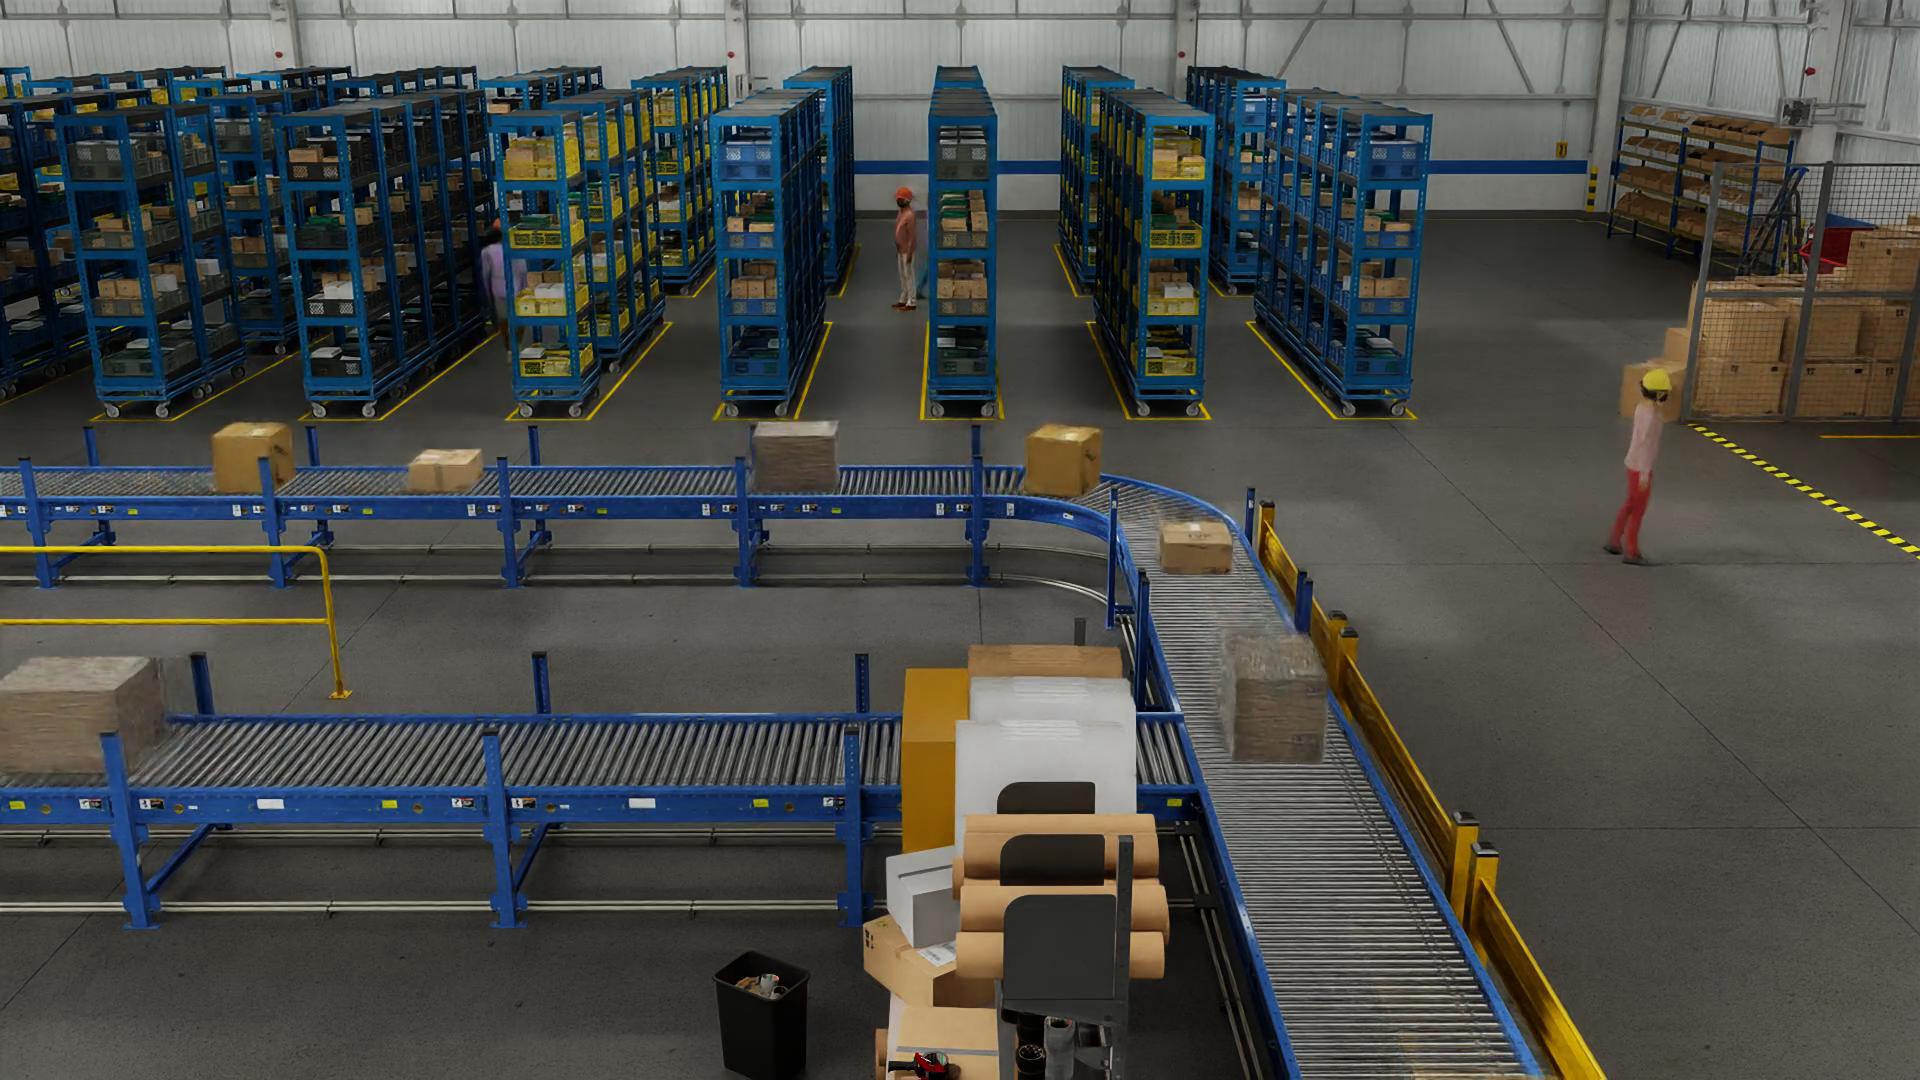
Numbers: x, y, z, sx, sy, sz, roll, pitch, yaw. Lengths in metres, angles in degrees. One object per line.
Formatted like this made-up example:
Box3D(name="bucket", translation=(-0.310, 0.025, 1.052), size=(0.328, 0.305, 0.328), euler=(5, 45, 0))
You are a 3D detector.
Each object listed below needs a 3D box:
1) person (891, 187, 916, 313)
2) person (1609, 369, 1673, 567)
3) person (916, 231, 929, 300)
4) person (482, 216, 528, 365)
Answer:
Box3D(name="person", translation=(-0.889, -4.687, 26.847), size=(0.375, 1.997, 0.612), euler=(-7, 19, -21))
Box3D(name="person", translation=(6.067, -0.644, 14.783), size=(0.338, 1.776, 0.531), euler=(5, 19, 16))
Box3D(name="person", translation=(-0.371, -4.880, 27.773), size=(0.988, 1.800, 0.589), euler=(0, 18, 0))
Box3D(name="person", translation=(-6.225, -3.434, 22.933), size=(0.635, 2.029, 0.525), euler=(0, 18, -1))
